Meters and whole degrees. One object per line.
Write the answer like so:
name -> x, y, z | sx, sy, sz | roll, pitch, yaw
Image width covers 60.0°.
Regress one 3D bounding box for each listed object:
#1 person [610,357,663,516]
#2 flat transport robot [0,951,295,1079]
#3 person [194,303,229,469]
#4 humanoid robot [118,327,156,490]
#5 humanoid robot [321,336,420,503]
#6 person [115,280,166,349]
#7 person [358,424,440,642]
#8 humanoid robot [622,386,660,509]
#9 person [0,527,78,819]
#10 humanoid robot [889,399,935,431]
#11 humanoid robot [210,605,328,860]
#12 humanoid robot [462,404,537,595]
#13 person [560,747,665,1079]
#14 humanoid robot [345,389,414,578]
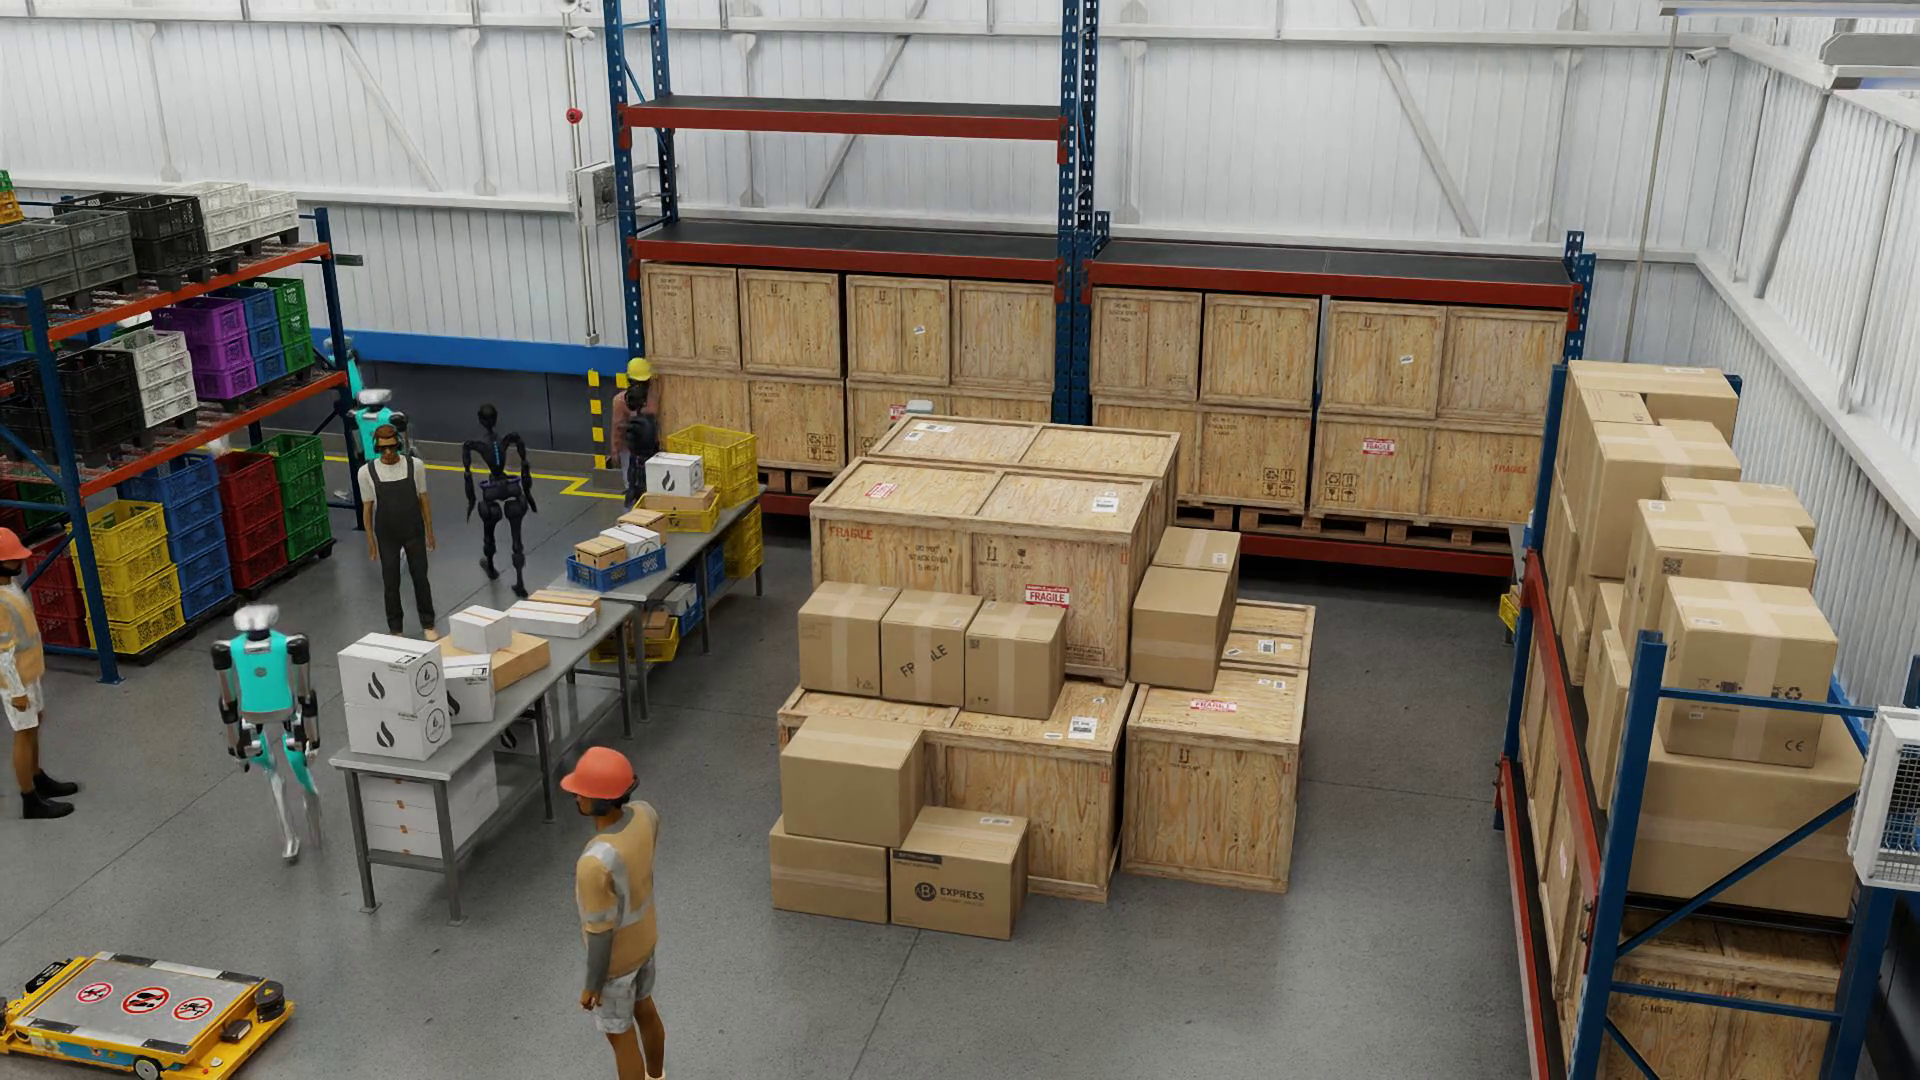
person -> -2.887, -0.816, 15.100 | 0.603, 1.753, 0.384 | -17, 27, -37
flat transport robot -> -4.270, 2.464, 8.601 | 1.431, 0.231, 0.659 | 5, 22, 13
person -> -7.677, -1.568, 16.978 | 0.630, 1.828, 0.644 | -19, 28, -41
humanoid robot -> -8.083, -1.301, 16.481 | 0.476, 1.654, 0.590 | 3, 21, 7
humanoid robot -> -5.547, -1.086, 15.817 | 1.007, 1.719, 0.546 | 3, 21, 8
person -> -8.858, -2.033, 18.174 | 0.562, 1.836, 0.390 | -3, 21, -8
person -> -4.358, -0.031, 12.940 | 0.504, 1.839, 0.337 | -10, 23, -24
humanoid robot -> -2.673, -0.522, 14.523 | 0.708, 1.649, 0.612 | 5, 22, 14
person -> -5.927, 0.831, 10.538 | 0.371, 1.934, 0.550 | -7, 22, -19
humanoid robot -> -0.303, -0.254, 13.464 | 0.533, 1.677, 0.735 | -1, 21, -2
humanoid robot -> -4.093, 1.188, 10.020 | 0.540, 1.877, 0.727 | -5, 22, -13
humanoid robot -> -3.902, -0.378, 14.099 | 0.585, 1.626, 0.758 | -11, 24, -27
person -> -1.586, 1.868, 7.671 | 0.365, 2.048, 0.607 | 5, 21, 12
humanoid robot -> -4.862, -0.531, 14.410 | 0.530, 1.738, 1.054 | 3, 21, 8
